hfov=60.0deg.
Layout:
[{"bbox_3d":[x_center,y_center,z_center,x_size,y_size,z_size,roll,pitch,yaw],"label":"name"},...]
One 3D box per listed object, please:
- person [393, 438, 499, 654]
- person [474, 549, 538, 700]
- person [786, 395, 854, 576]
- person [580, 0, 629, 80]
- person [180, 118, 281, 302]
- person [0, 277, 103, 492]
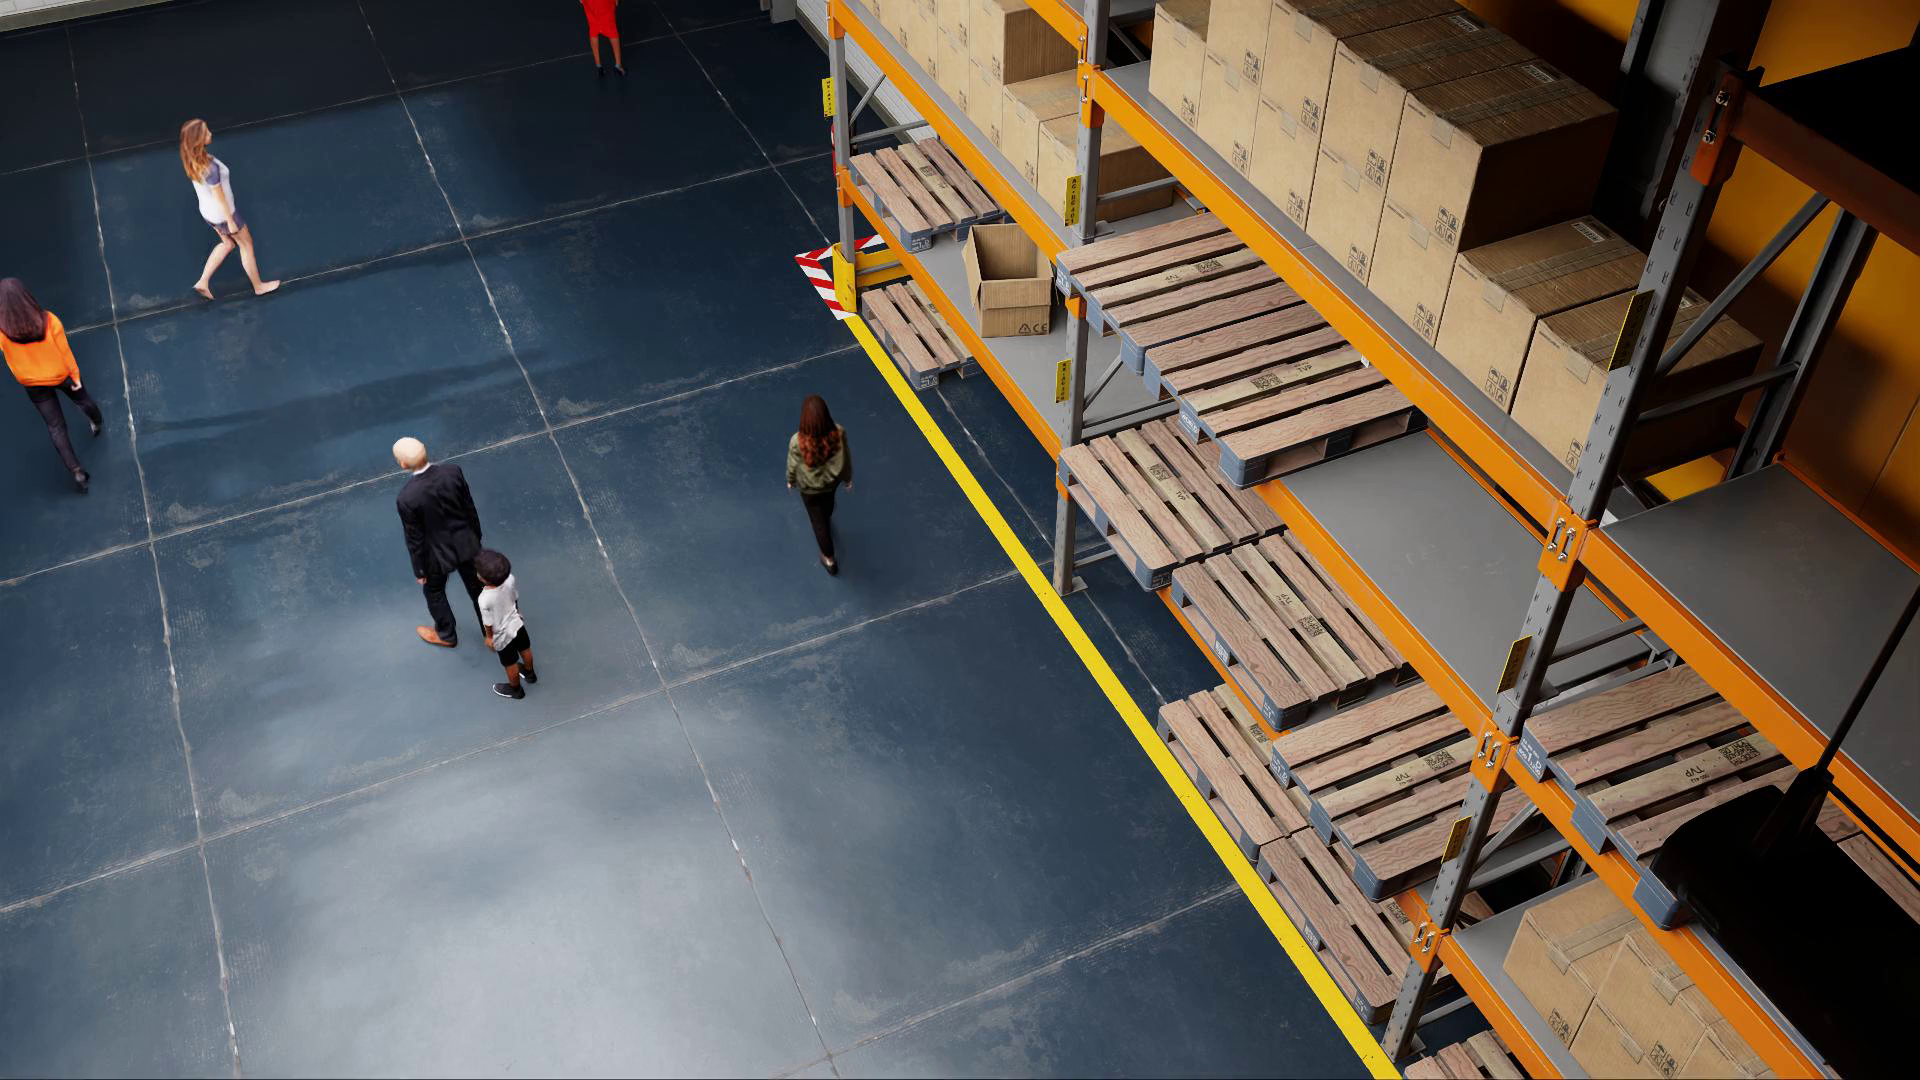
[{"bbox_3d":[-3.328,0.082,10.916,0.833,1.783,0.885,-29,51,-27],"label":"person"},{"bbox_3d":[-2.962,0.533,10.817,0.648,1.265,0.593,19,47,19],"label":"person"},{"bbox_3d":[-0.952,-0.356,11.615,0.604,1.452,0.876,-17,46,-17],"label":"person"},{"bbox_3d":[-3.667,-5.500,16.804,0.642,1.743,0.666,5,44,6],"label":"person"},{"bbox_3d":[-6.257,-2.709,13.899,0.941,1.709,0.880,34,53,30],"label":"person"},{"bbox_3d":[-6.698,-1.119,12.230,0.656,1.708,1.092,-15,46,-15],"label":"person"}]
